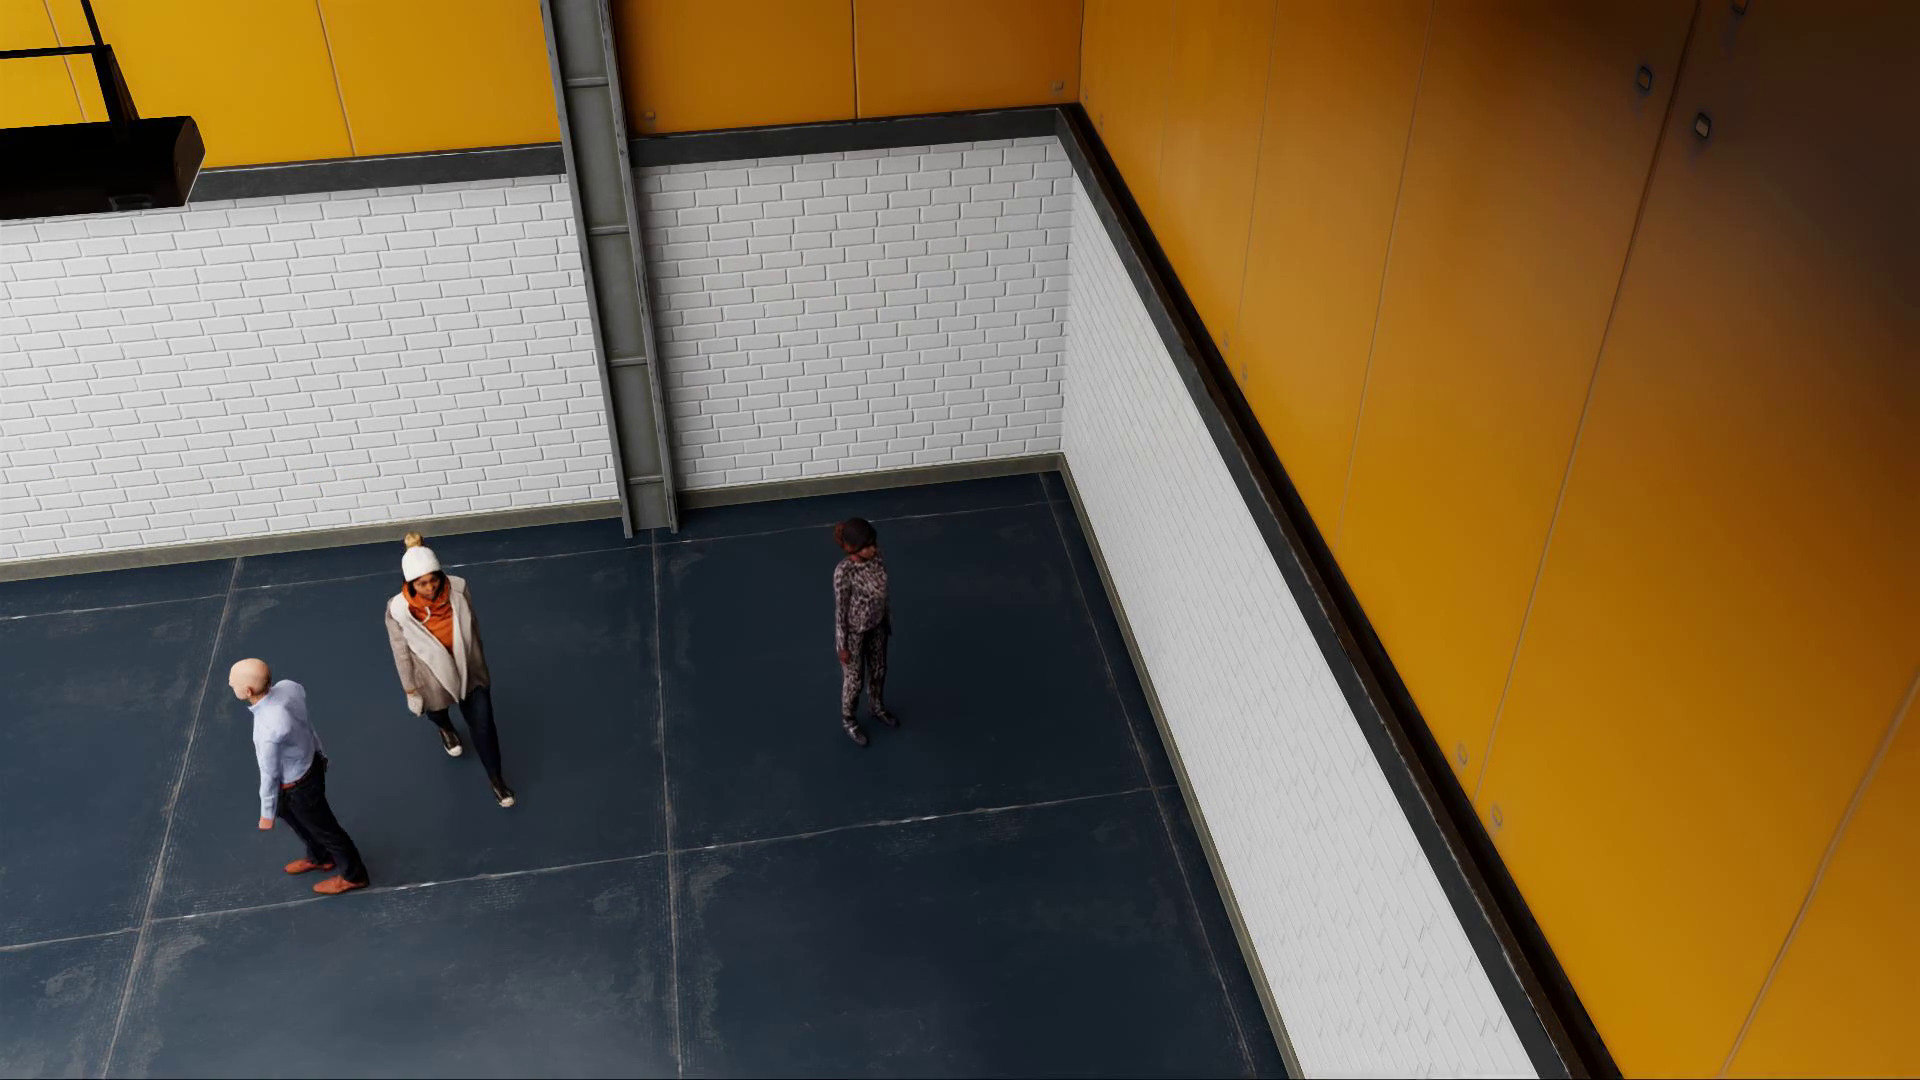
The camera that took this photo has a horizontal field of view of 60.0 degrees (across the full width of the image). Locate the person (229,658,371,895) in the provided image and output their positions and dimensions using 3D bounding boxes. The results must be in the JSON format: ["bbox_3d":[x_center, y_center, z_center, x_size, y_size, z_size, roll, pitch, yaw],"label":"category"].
[{"bbox_3d":[-3.574,1.343,9.241,0.707,1.773,0.651,-8,39,-10],"label":"person"}]

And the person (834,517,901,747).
[{"bbox_3d":[-0.622,0.562,10.267,0.739,1.712,0.657,32,48,34],"label":"person"}]

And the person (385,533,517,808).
[{"bbox_3d":[-3.131,0.703,9.988,1.224,1.840,1.075,-23,44,-26],"label":"person"}]
